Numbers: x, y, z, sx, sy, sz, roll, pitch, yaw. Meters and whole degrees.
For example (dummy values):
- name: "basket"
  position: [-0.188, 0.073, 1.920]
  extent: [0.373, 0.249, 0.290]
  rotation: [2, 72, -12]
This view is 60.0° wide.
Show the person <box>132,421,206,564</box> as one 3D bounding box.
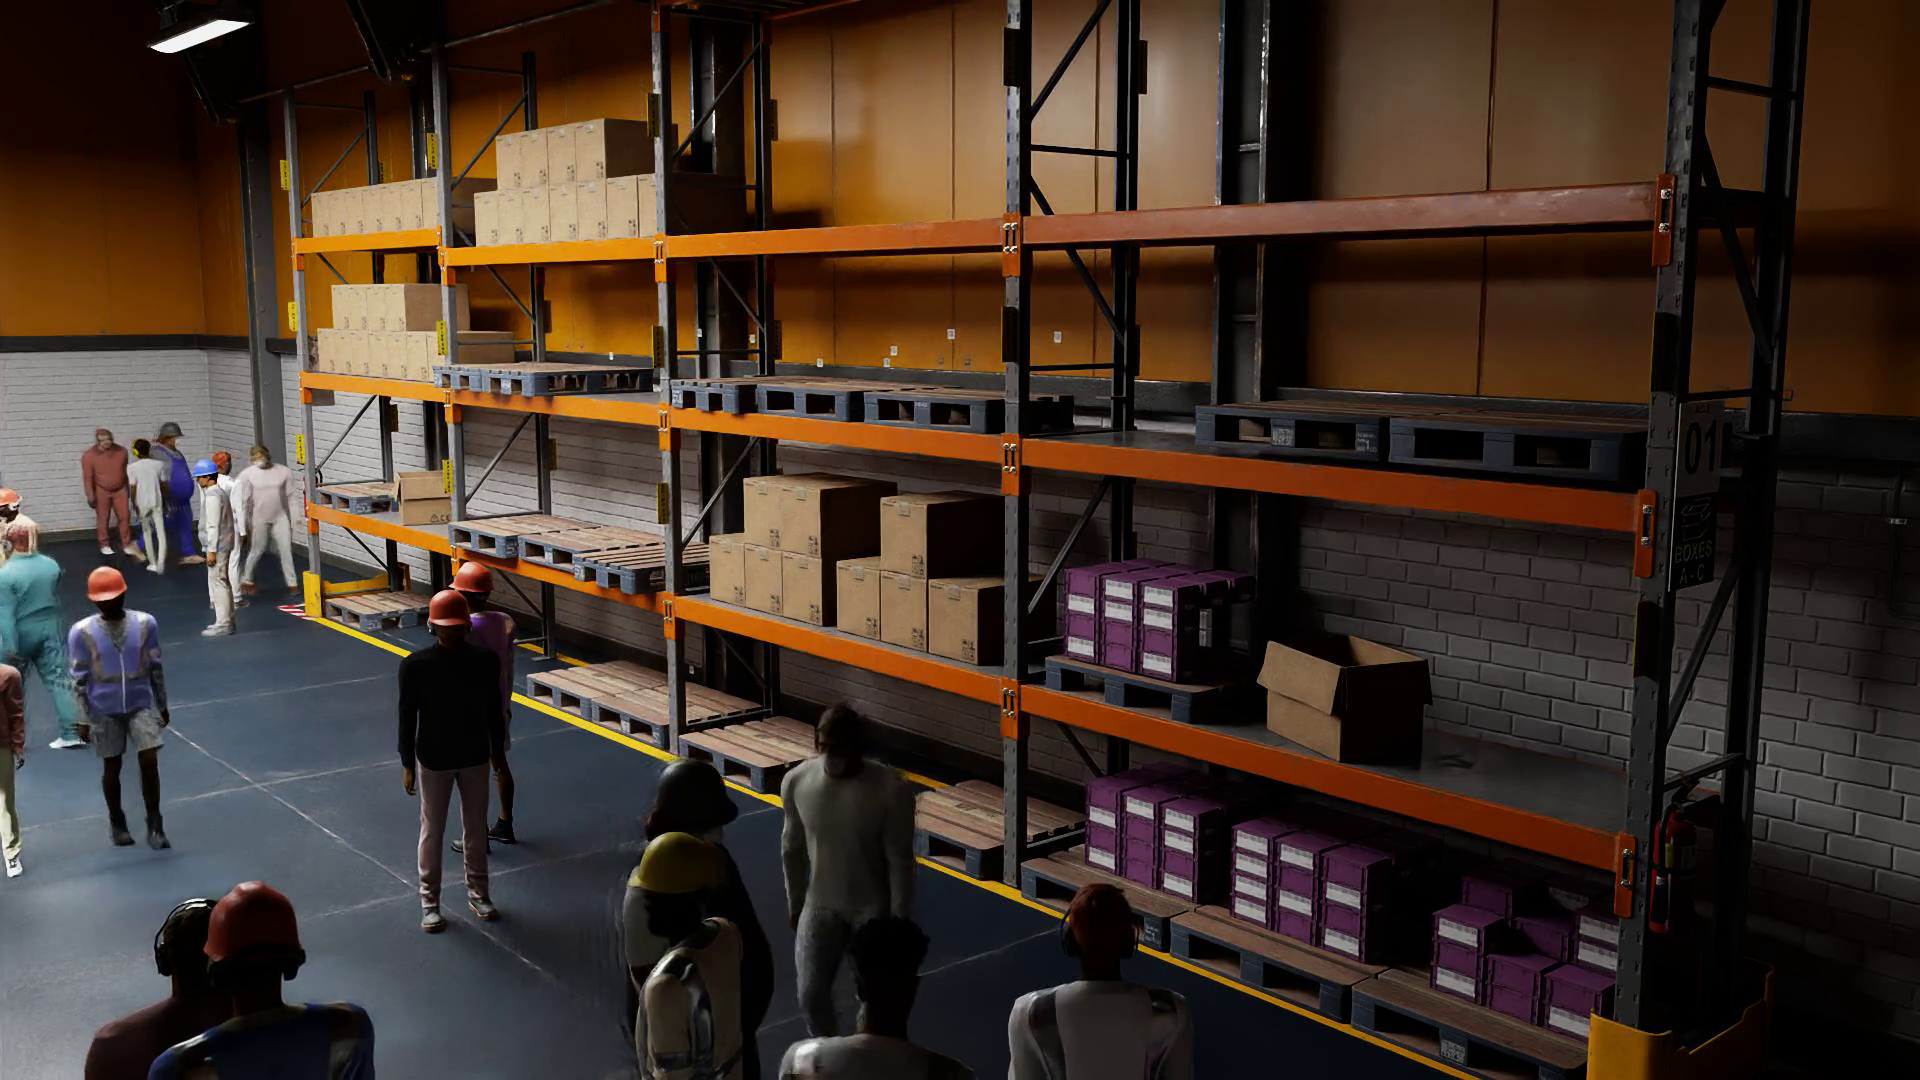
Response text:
- name: "person"
  position: [-10.938, -0.655, 22.902]
  extent: [0.836, 2.000, 0.686]
  rotation: [0, 8, -2]

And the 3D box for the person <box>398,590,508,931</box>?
- name: "person"
  position: [-2.943, 1.267, 9.697]
  extent: [0.621, 1.992, 0.397]
  rotation: [-5, 10, -32]

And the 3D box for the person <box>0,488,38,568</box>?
- name: "person"
  position: [-9.668, 0.333, 17.066]
  extent: [0.591, 1.739, 0.376]
  rotation: [5, 10, 31]

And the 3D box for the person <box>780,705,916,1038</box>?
- name: "person"
  position: [-0.495, 1.644, 7.380]
  extent: [0.637, 1.915, 0.473]
  rotation: [2, 8, 12]

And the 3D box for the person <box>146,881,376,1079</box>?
- name: "person"
  position: [-1.945, 1.963, 4.694]
  extent: [0.610, 2.042, 0.396]
  rotation: [-7, 11, -39]

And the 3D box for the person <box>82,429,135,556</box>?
- name: "person"
  position: [-12.114, -0.670, 23.711]
  extent: [0.674, 1.839, 0.869]
  rotation: [-8, 11, -43]

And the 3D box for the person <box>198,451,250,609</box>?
- name: "person"
  position: [-8.720, -0.111, 19.710]
  extent: [0.573, 1.876, 0.353]
  rotation: [2, 8, 12]

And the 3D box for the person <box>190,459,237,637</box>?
- name: "person"
  position: [-8.139, 0.079, 18.173]
  extent: [0.421, 1.936, 0.614]
  rotation: [-3, 9, -18]

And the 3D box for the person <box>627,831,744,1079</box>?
- name: "person"
  position: [-0.906, 1.904, 5.505]
  extent: [0.370, 1.927, 0.588]
  rotation: [2, 8, 10]

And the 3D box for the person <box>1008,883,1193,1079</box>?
- name: "person"
  position: [0.429, 1.979, 5.127]
  extent: [0.585, 1.882, 0.337]
  rotation: [0, 8, -3]

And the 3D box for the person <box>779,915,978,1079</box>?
- name: "person"
  position: [-0.233, 2.016, 4.816]
  extent: [0.616, 1.901, 1.035]
  rotation: [1, 8, 6]

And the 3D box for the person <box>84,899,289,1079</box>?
- name: "person"
  position: [-2.177, 1.988, 4.882]
  extent: [0.627, 1.940, 0.372]
  rotation: [-2, 8, -14]

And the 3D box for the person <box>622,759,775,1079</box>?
- name: "person"
  position: [-0.980, 1.747, 6.201]
  extent: [0.573, 2.000, 0.702]
  rotation: [1, 8, 8]

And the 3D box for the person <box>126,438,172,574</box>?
- name: "person"
  position: [-10.801, -0.452, 22.219]
  extent: [0.530, 1.840, 0.810]
  rotation: [-6, 10, -34]

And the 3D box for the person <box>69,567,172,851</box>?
- name: "person"
  position: [-5.506, 1.127, 10.978]
  extent: [0.583, 1.904, 0.766]
  rotation: [-6, 10, -36]

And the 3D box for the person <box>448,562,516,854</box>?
- name: "person"
  position: [-3.181, 1.105, 11.007]
  extent: [0.348, 1.942, 0.548]
  rotation: [4, 9, 28]

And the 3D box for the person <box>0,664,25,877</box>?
- name: "person"
  position: [-6.164, 1.332, 10.484]
  extent: [0.500, 1.636, 0.286]
  rotation: [-3, 9, -22]

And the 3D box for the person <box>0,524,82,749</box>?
- name: "person"
  position: [-7.601, 0.791, 13.490]
  extent: [0.968, 1.854, 0.652]
  rotation: [3, 9, 18]

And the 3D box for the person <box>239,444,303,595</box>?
- name: "person"
  position: [-8.545, -0.257, 20.625]
  extent: [0.739, 1.912, 0.555]
  rotation: [-6, 10, -35]
